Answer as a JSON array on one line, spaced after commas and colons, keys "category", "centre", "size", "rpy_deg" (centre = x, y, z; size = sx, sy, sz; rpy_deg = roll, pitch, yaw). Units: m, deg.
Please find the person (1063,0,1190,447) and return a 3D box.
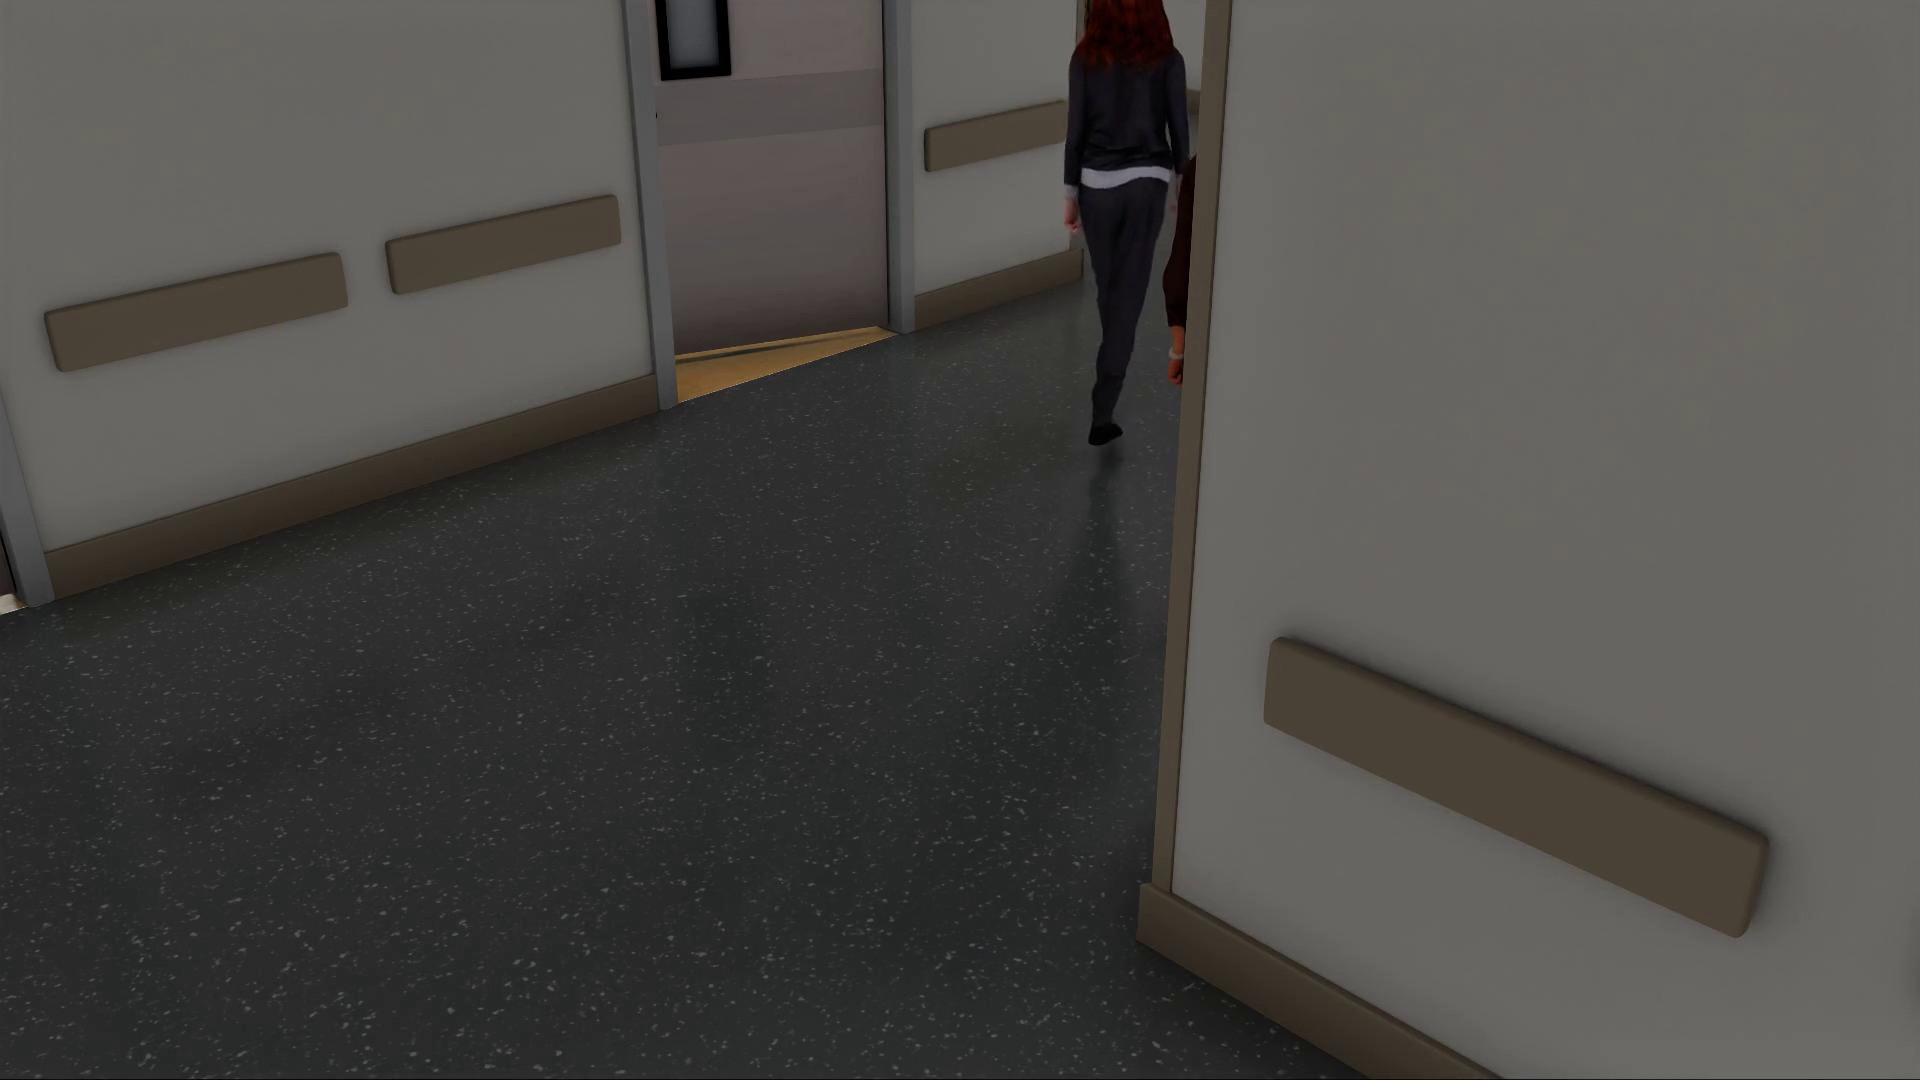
[{"category": "person", "centre": [0.582, -1.174, 6.083], "size": [0.966, 1.717, 1.254], "rpy_deg": [8, 27, 16]}]
